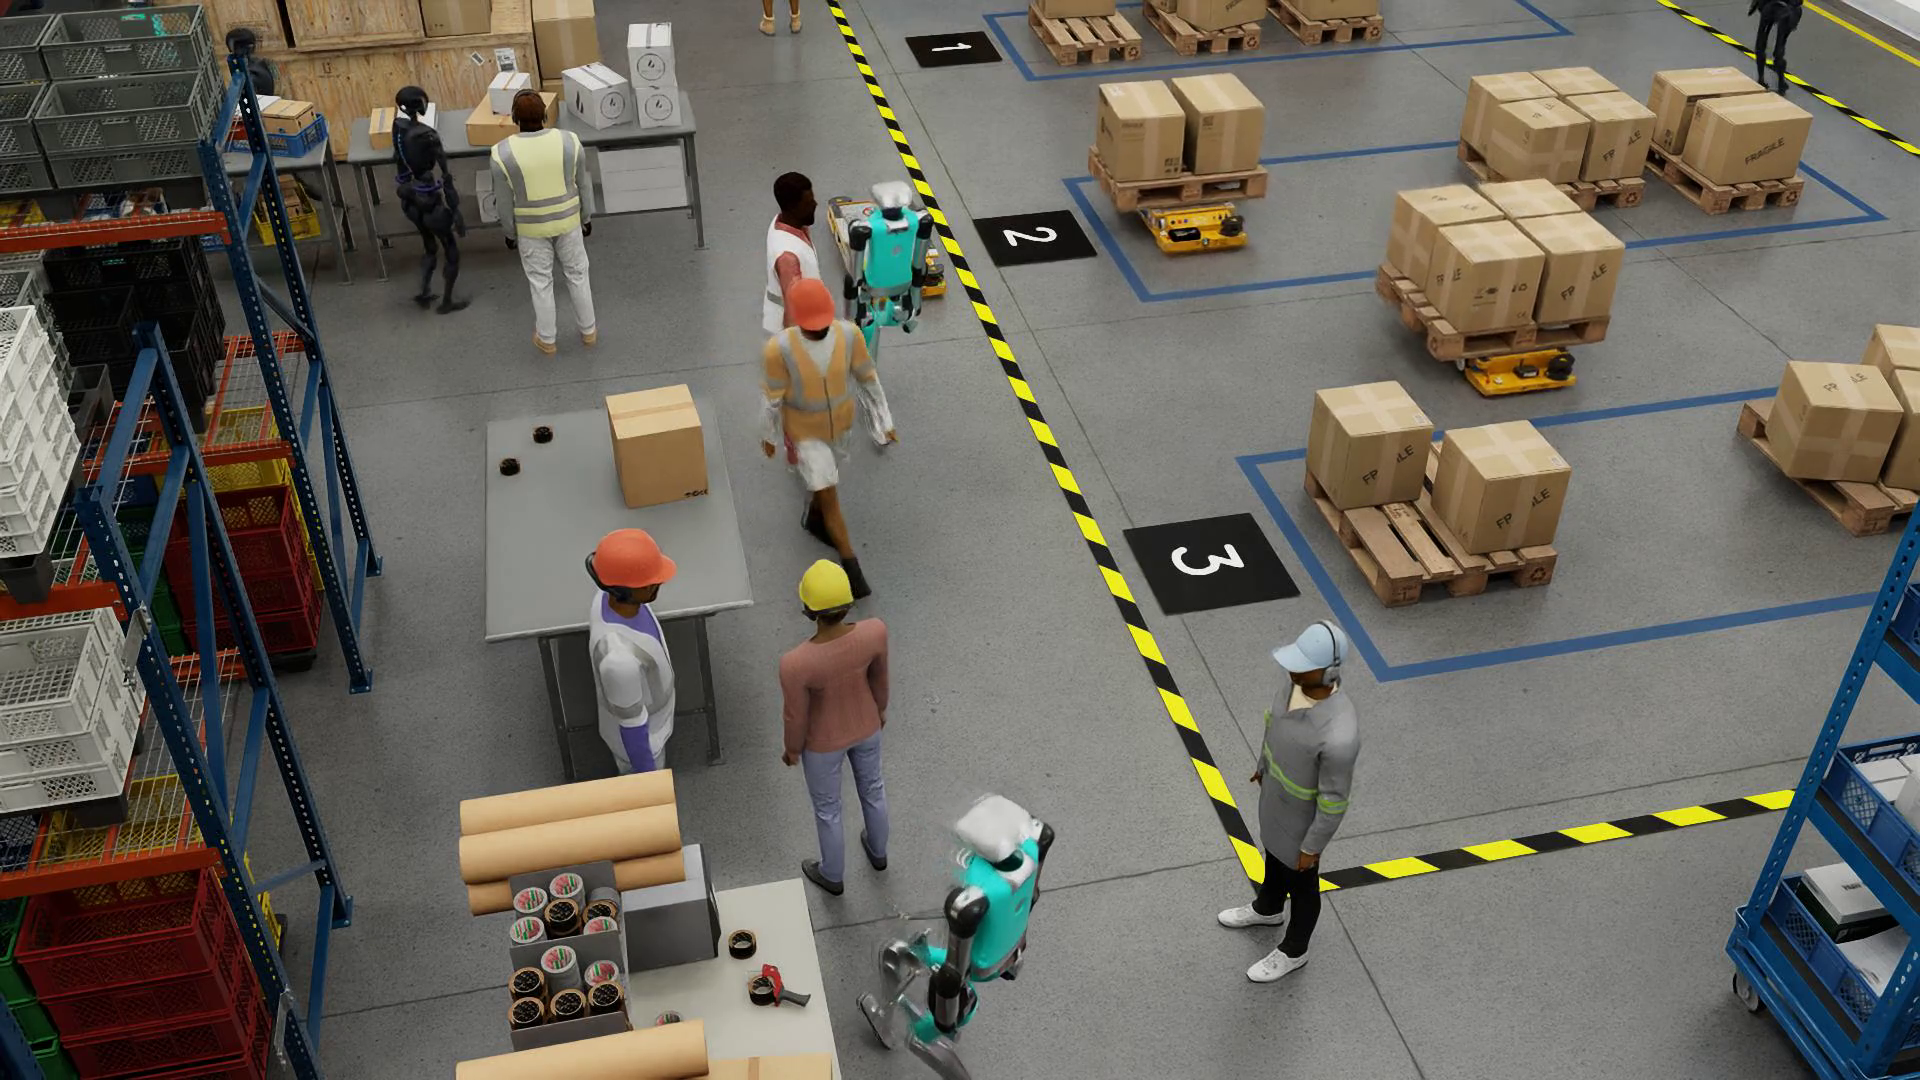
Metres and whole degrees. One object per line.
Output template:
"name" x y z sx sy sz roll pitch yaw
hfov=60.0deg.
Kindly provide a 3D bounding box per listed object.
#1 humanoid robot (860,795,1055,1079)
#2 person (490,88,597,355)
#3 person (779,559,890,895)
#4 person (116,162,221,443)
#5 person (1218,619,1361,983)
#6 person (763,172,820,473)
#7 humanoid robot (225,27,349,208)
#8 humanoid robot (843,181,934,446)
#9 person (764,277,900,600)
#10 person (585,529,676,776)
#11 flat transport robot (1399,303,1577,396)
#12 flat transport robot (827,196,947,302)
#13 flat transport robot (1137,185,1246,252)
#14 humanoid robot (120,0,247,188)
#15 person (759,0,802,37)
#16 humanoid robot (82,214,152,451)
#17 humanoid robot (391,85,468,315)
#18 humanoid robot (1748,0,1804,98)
"humanoid robot" -0.157 1.520 6.302 0.981 1.768 0.533 24 43 28
"person" -2.746 -2.104 11.064 0.624 1.843 0.429 -16 40 -20
"person" -0.535 0.818 7.198 0.523 1.769 0.314 -22 42 -26
"person" -4.900 -1.476 10.231 0.421 1.834 0.523 -26 44 -31
"person" 1.354 1.061 6.801 0.371 1.852 0.588 -9 38 -11
"person" -0.978 -1.282 9.894 0.391 1.920 0.587 -4 37 -5
"humanoid robot" -5.115 -3.044 12.492 0.716 1.636 0.605 -9 38 -12
"humanoid robot" -0.533 -1.478 10.298 0.552 1.743 0.893 -16 40 -20
"person" -0.678 -0.595 8.998 0.676 1.870 0.980 -17 40 -22
"person" -1.318 0.783 7.030 0.399 2.035 0.598 -6 37 -8
"flat transport robot" 3.617 -1.467 11.502 0.652 0.197 1.431 -8 37 -10
"flat transport robot" -0.570 -2.220 12.538 0.659 0.231 1.431 -8 37 -10
"flat transport robot" 1.710 -2.709 13.171 0.652 0.197 1.431 -8 37 -10
"humanoid robot" -5.928 -3.516 13.094 1.020 1.778 0.531 -8 37 -10
"person" -1.812 -5.886 15.990 0.607 2.031 0.406 -9 38 -12
"humanoid robot" -4.957 -1.010 9.679 0.671 1.797 0.553 -14 39 -18
"humanoid robot" -3.717 -2.357 11.574 0.593 1.654 0.371 24 43 29
"humanoid robot" 7.347 -4.802 14.825 0.401 1.641 0.604 -11 38 -15
